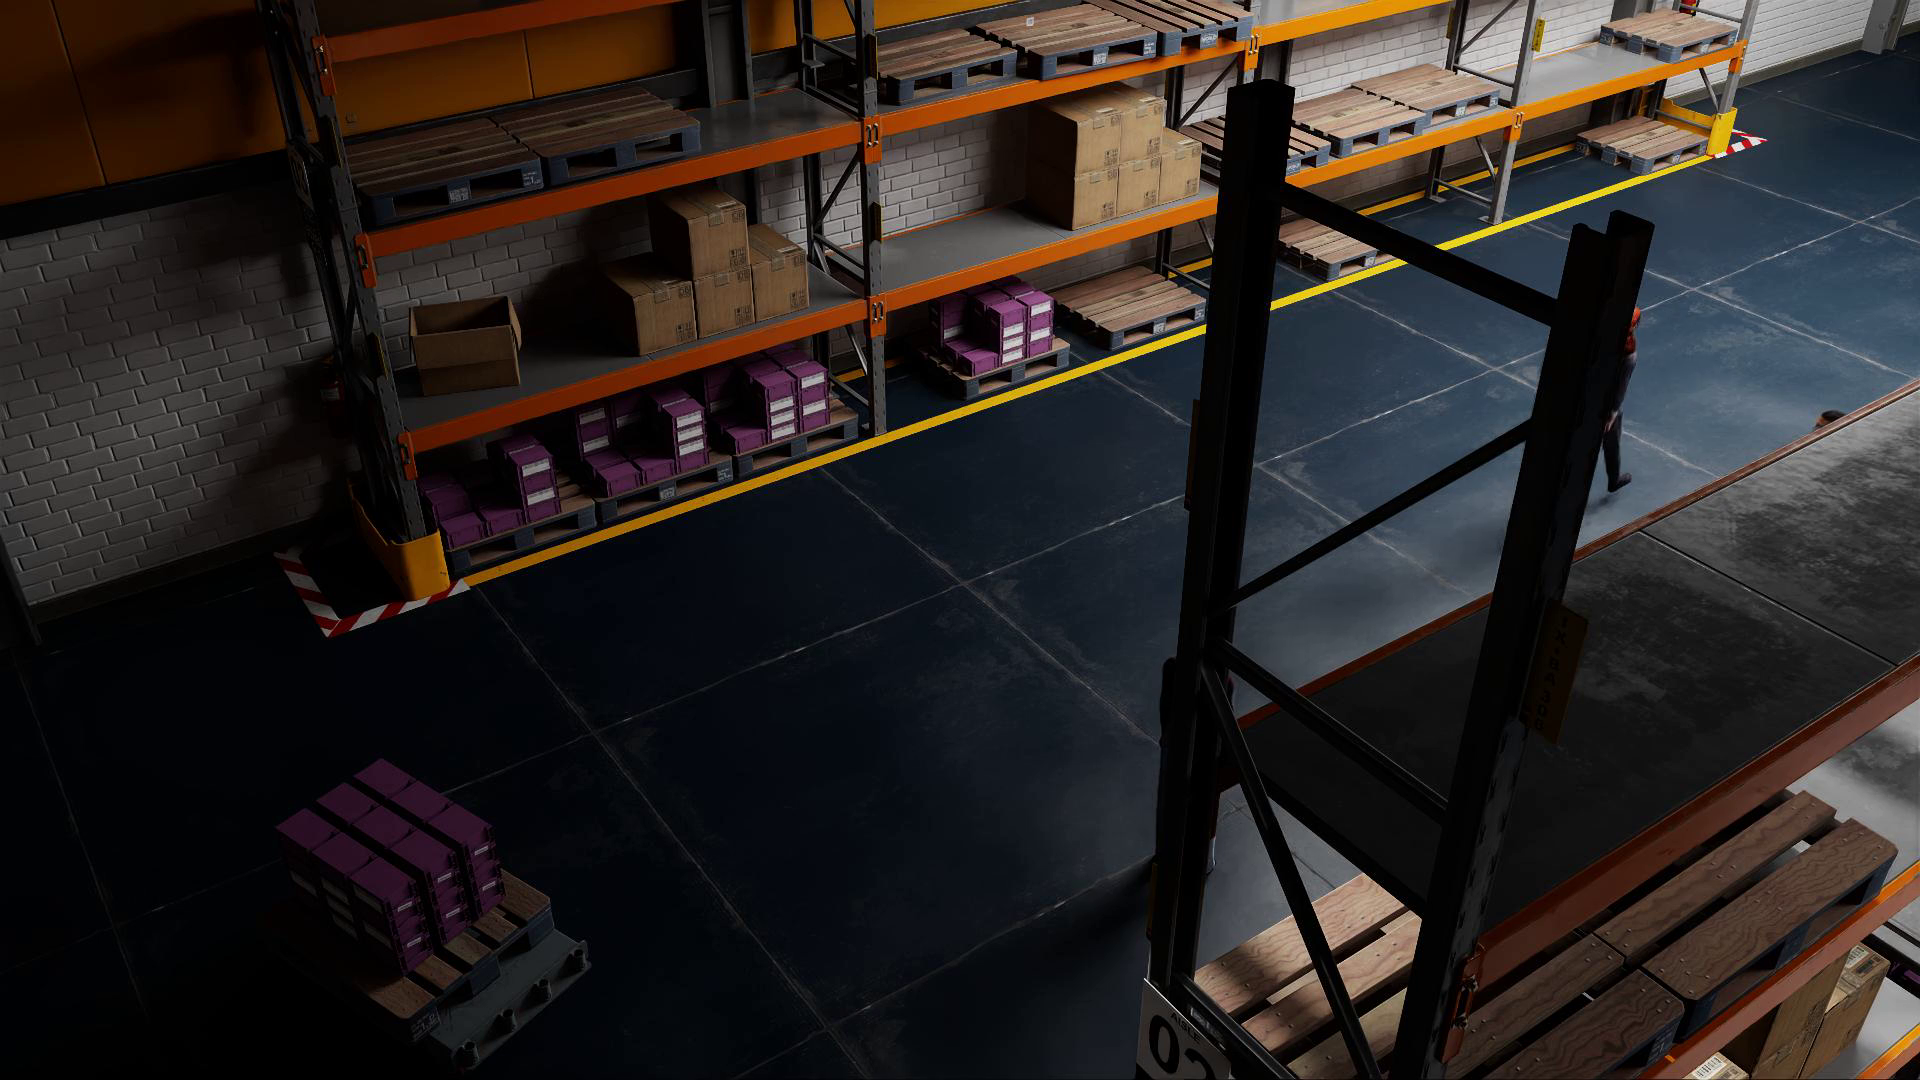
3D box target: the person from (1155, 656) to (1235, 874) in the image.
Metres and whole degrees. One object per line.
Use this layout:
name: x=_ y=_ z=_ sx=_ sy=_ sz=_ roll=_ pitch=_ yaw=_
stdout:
person: x=1.332 y=1.199 z=9.550 sx=0.647 sy=1.782 sz=0.634 roll=17 pitch=37 yaw=23
